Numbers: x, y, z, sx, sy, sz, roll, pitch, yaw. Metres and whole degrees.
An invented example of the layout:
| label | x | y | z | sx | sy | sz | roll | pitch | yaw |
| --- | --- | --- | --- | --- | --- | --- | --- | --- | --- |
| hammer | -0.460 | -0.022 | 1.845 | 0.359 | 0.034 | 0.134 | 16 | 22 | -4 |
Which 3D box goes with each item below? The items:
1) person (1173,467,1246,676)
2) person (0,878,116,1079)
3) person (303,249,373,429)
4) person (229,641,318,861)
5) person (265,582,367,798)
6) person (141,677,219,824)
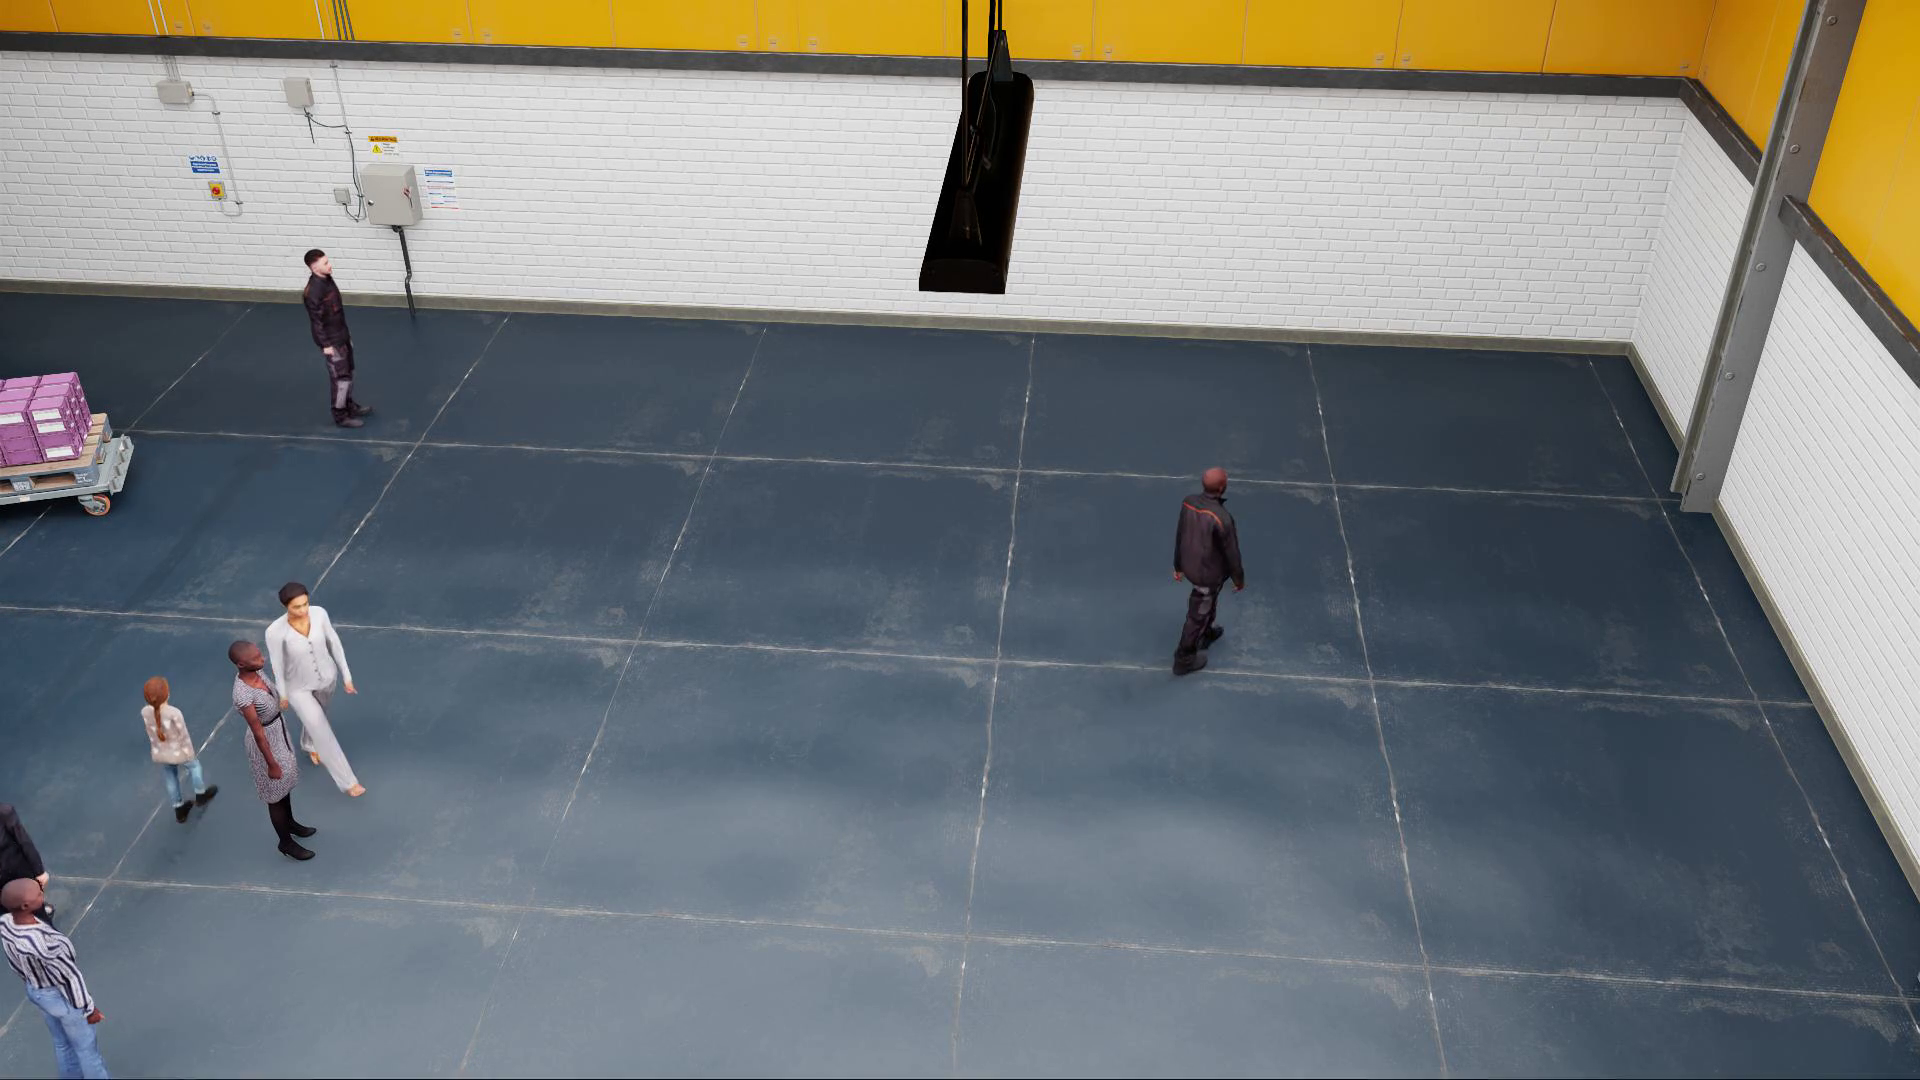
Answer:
| label | x | y | z | sx | sy | sz | roll | pitch | yaw |
| --- | --- | --- | --- | --- | --- | --- | --- | --- | --- |
| person | 1.832 | 0.276 | 12.968 | 1.049 | 1.803 | 1.008 | -20 | 39 | -28 |
| person | -5.117 | 2.615 | 9.456 | 0.697 | 1.795 | 0.674 | 17 | 37 | 24 |
| person | -6.211 | -2.018 | 16.372 | 0.833 | 1.855 | 0.638 | -4 | 34 | -5 |
| person | -4.676 | 1.412 | 11.272 | 0.746 | 1.788 | 0.576 | -8 | 34 | -12 |
| person | -4.721 | 0.995 | 11.992 | 1.143 | 1.685 | 1.182 | 26 | 42 | 34 |
| person | -5.562 | 1.503 | 11.683 | 0.494 | 1.181 | 0.586 | 0 | 34 | 0 |
